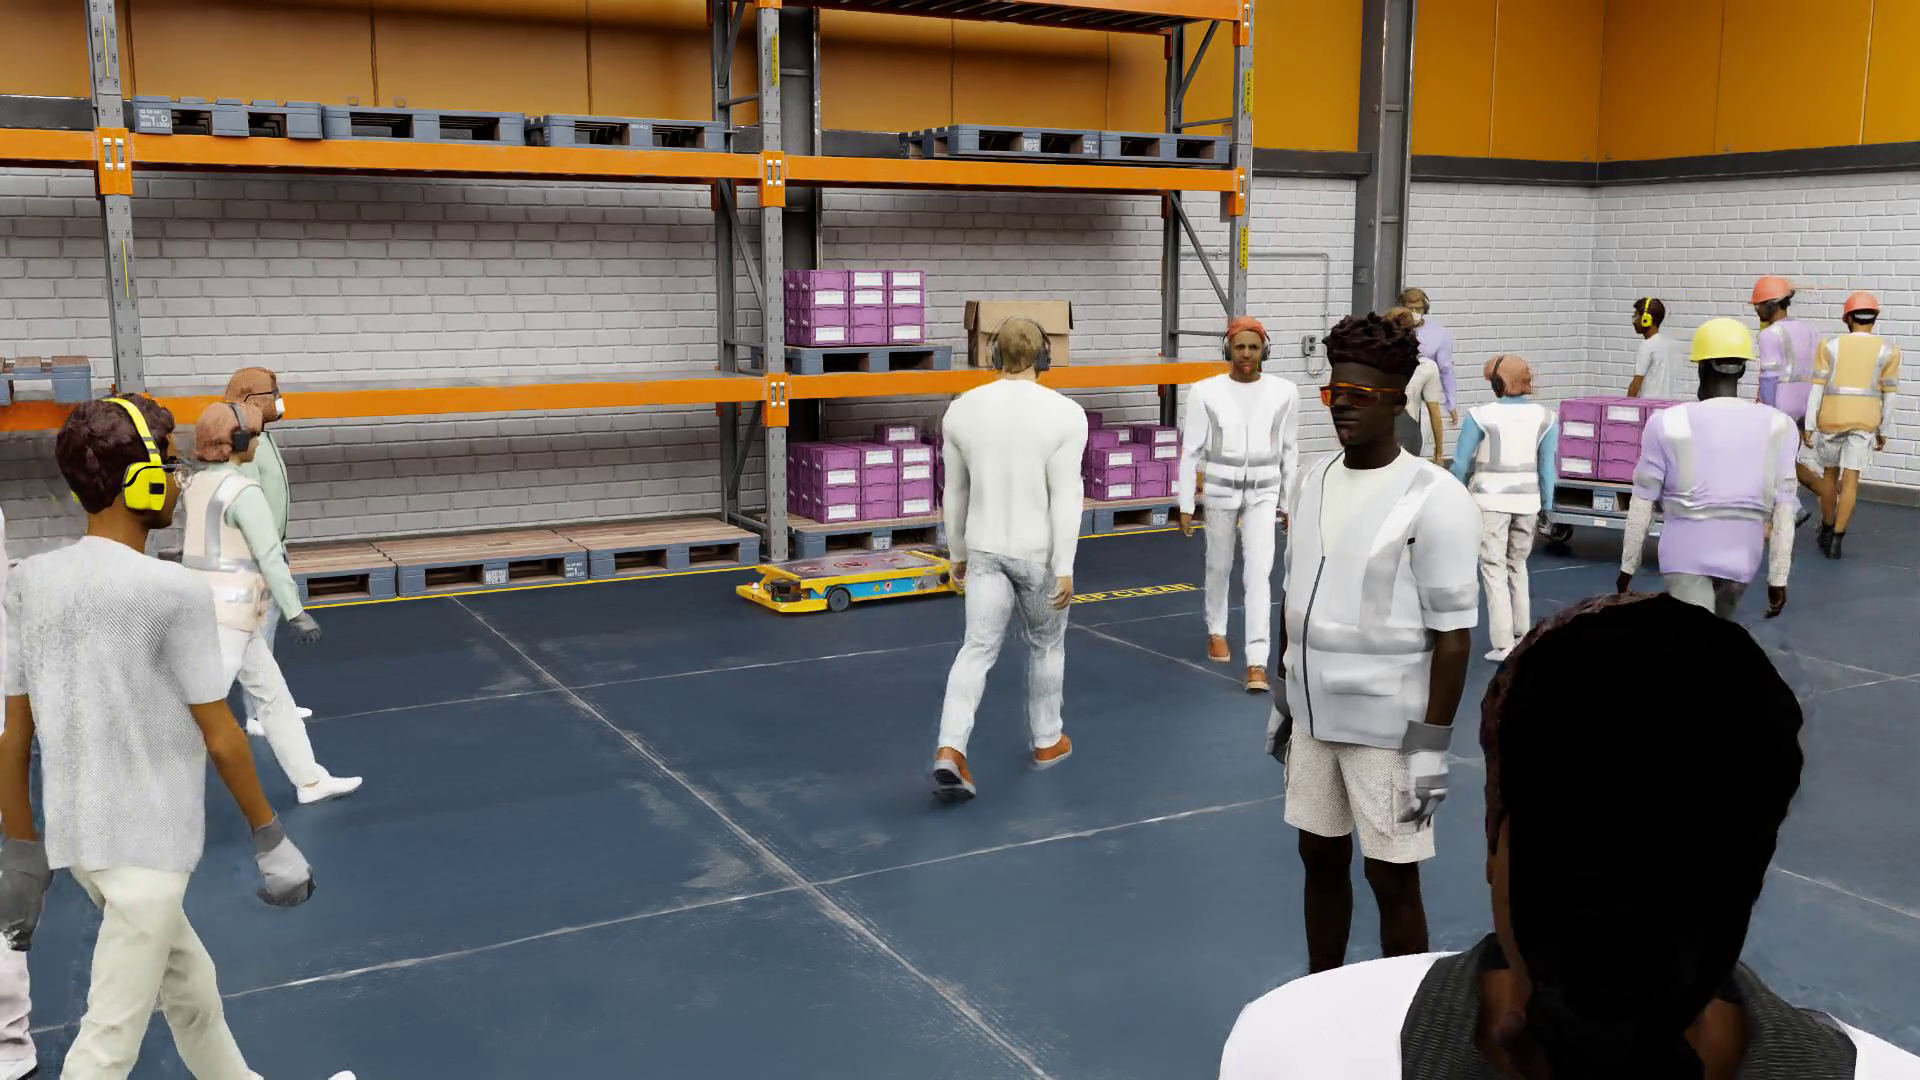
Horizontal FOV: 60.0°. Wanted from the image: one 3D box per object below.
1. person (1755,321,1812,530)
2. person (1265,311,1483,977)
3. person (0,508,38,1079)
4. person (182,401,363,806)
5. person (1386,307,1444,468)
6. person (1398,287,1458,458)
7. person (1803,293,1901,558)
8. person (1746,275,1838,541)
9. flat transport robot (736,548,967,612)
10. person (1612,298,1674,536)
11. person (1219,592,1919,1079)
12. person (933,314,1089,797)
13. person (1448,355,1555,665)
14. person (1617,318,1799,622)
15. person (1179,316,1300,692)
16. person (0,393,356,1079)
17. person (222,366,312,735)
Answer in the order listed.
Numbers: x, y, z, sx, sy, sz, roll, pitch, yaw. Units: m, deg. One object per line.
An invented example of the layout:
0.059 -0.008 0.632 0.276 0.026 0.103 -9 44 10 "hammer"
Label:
6.334 -0.869 12.697 0.640 1.742 0.496 -5 10 -27 "person"
0.978 0.426 4.107 0.362 1.965 0.612 -5 11 -30 "person"
-2.595 0.458 4.098 0.652 1.906 0.403 7 12 36 "person"
-2.690 0.288 6.107 0.892 1.586 0.514 -8 12 -39 "person"
2.817 -0.574 10.660 0.551 1.810 0.857 5 10 27 "person"
3.627 -1.055 13.274 0.642 1.910 0.732 0 9 0 "person"
6.434 -0.834 12.030 0.565 1.878 0.858 5 11 30 "person"
6.200 -0.962 12.419 0.633 2.015 0.712 -8 12 -39 "person"
-0.614 0.239 10.402 1.431 0.197 0.652 -6 11 -30 "flat transport robot"
5.228 -0.946 12.873 0.903 1.828 0.541 7 12 36 "person"
0.399 0.968 1.116 0.588 1.871 0.944 4 10 25 "person"
0.183 0.057 6.590 0.632 1.896 0.987 4 10 23 "person"
2.847 -0.157 8.735 0.533 1.618 0.536 -2 10 -11 "person"
2.962 0.070 6.568 0.597 1.884 0.991 0 9 3 "person"
1.406 -0.212 8.426 0.601 1.832 1.010 0 9 3 "person"
-1.633 0.617 3.392 0.505 1.817 0.991 5 10 26 "person"
-3.101 0.047 7.421 0.282 1.636 0.500 -2 10 -13 "person"
